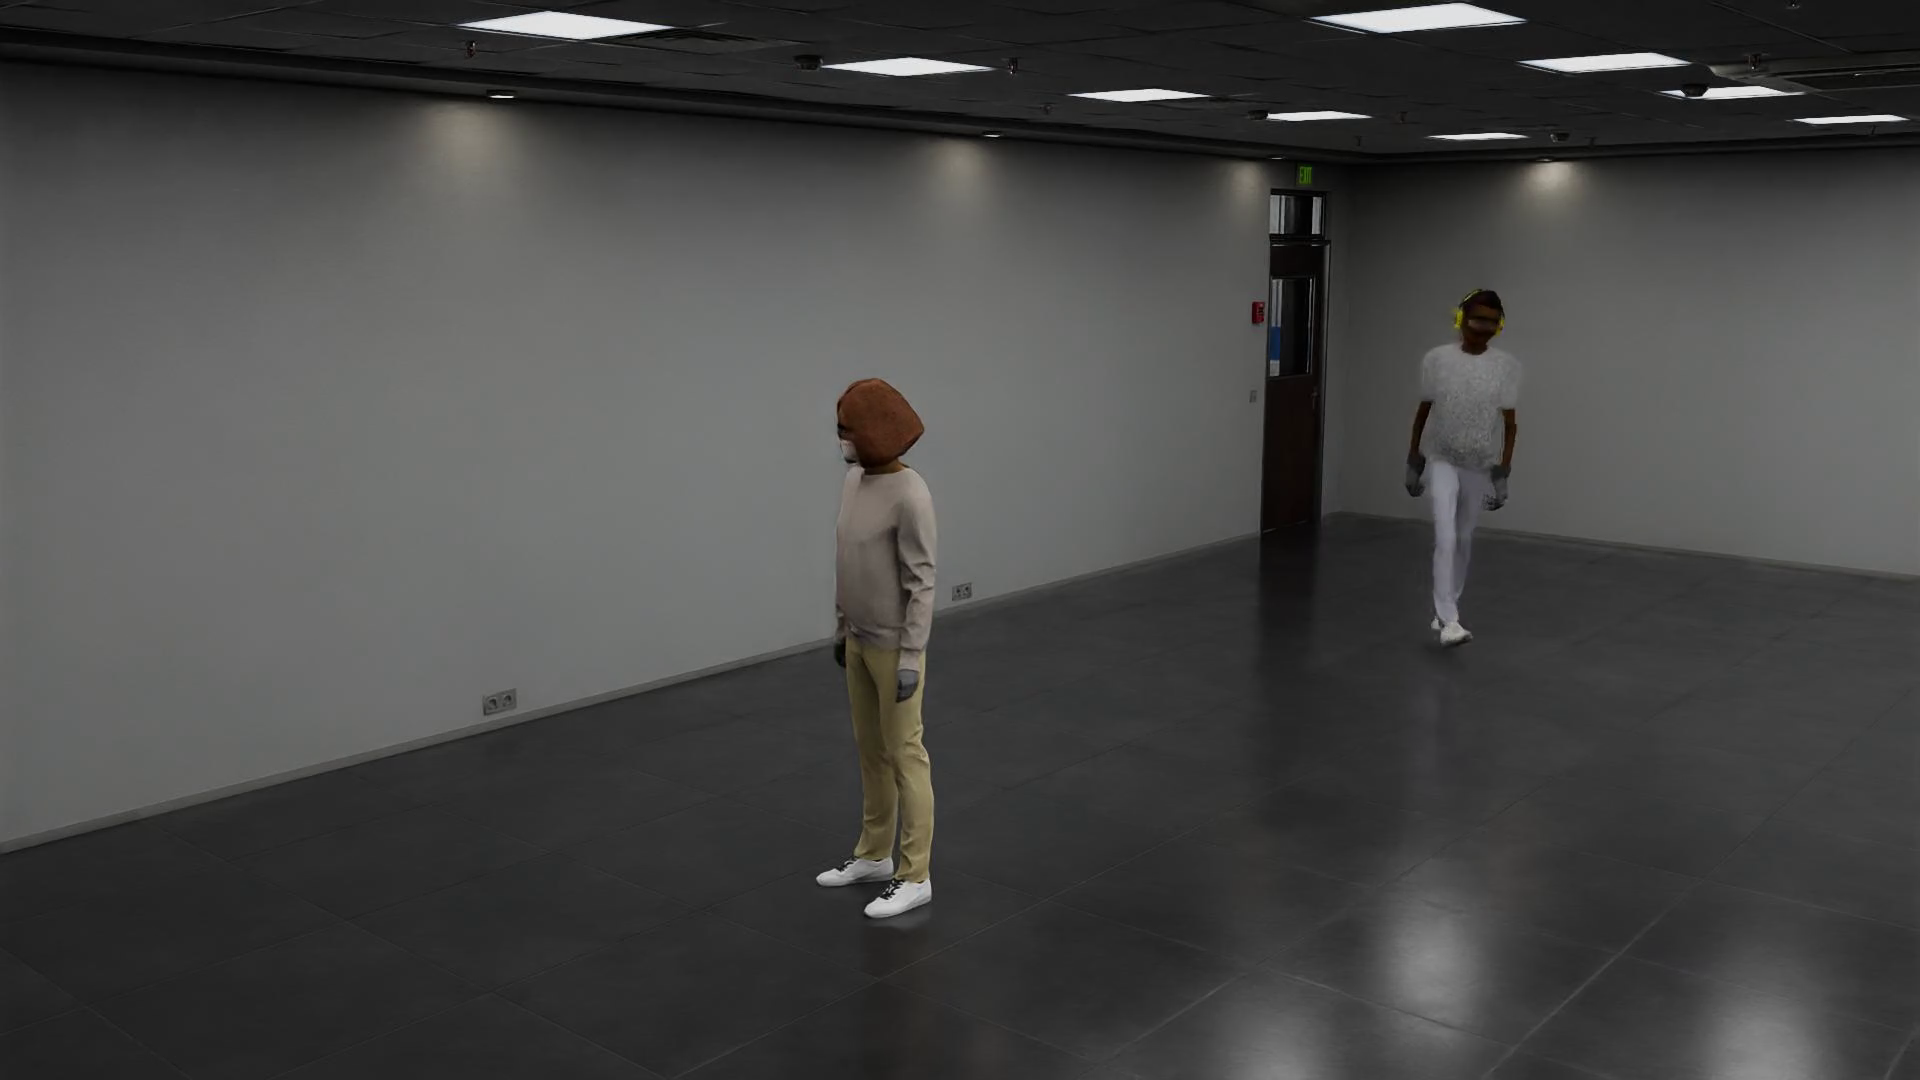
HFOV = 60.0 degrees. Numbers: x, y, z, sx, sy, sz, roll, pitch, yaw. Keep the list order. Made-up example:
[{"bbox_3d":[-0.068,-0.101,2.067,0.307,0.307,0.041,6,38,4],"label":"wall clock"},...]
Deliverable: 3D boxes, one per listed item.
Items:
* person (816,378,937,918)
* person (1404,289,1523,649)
[{"bbox_3d":[-0.246,0.323,5.070,0.282,1.633,0.499,-6,12,-30],"label":"person"},{"bbox_3d":[2.554,-0.365,8.493,0.532,1.810,0.926,2,10,13],"label":"person"}]
